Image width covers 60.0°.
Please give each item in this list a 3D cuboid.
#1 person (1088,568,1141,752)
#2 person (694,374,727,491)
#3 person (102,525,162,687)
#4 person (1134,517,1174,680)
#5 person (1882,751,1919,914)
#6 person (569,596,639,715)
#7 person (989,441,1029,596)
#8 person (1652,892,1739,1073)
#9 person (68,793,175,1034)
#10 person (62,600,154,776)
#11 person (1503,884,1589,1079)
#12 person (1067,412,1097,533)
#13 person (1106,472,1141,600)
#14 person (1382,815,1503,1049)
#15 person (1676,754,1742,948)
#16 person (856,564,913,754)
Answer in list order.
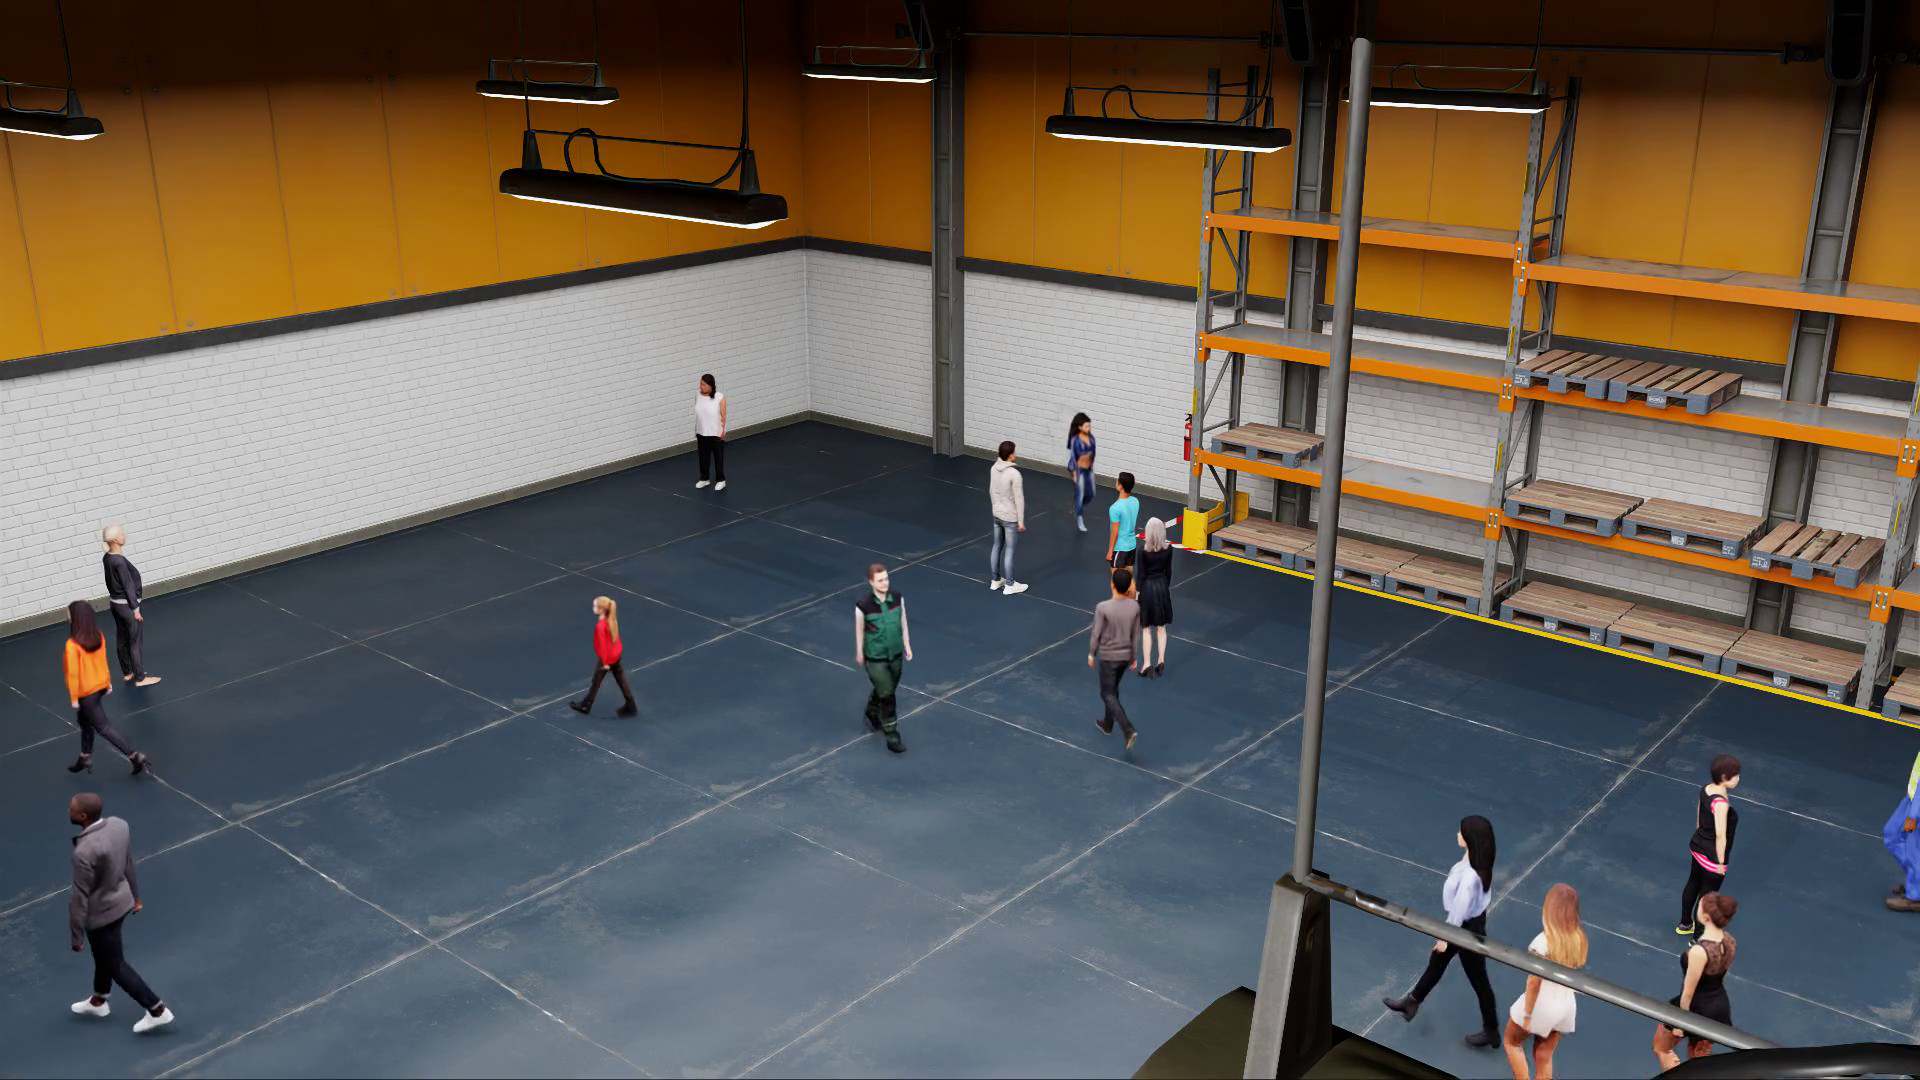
[{"bbox_3d":[1.497,1.156,15.755,0.919,1.740,1.159,16,25,40],"label":"person"},{"bbox_3d":[-3.599,-1.571,23.933,0.638,1.687,0.782,8,20,23],"label":"person"},{"bbox_3d":[-8.659,0.662,17.243,0.446,1.727,0.658,14,23,36],"label":"person"},{"bbox_3d":[2.013,0.596,17.406,0.690,1.746,0.704,-8,20,-23],"label":"person"},{"bbox_3d":[7.586,2.078,12.919,0.776,1.801,0.763,6,20,18],"label":"person"},{"bbox_3d":[-3.424,1.171,16.480,0.958,1.247,0.775,3,19,10],"label":"person"},{"bbox_3d":[0.534,-0.286,19.859,0.763,1.852,0.574,-15,24,-38],"label":"person"},{"bbox_3d":[4.694,2.992,10.412,0.697,1.670,0.732,-11,21,-29],"label":"person"},{"bbox_3d":[-5.802,2.584,11.443,1.217,1.784,1.102,1,19,4],"label":"person"},{"bbox_3d":[-7.807,1.391,15.094,1.168,1.715,1.023,1,19,3],"label":"person"},{"bbox_3d":[3.738,2.986,10.427,0.699,1.672,0.728,-9,20,-24],"label":"person"},{"bbox_3d":[1.575,-0.909,22.087,0.708,1.612,0.737,-12,22,-32],"label":"person"},{"bbox_3d":[1.860,0.087,18.869,0.501,1.777,0.604,15,24,37],"label":"person"},{"bbox_3d":[3.526,2.692,11.240,1.141,1.710,0.871,8,20,23],"label":"person"},{"bbox_3d":[5.654,2.335,12.548,0.665,1.551,0.622,1,19,2],"label":"person"},{"bbox_3d":[-0.762,1.072,15.894,0.894,1.810,1.216,-12,22,-31],"label":"person"}]
